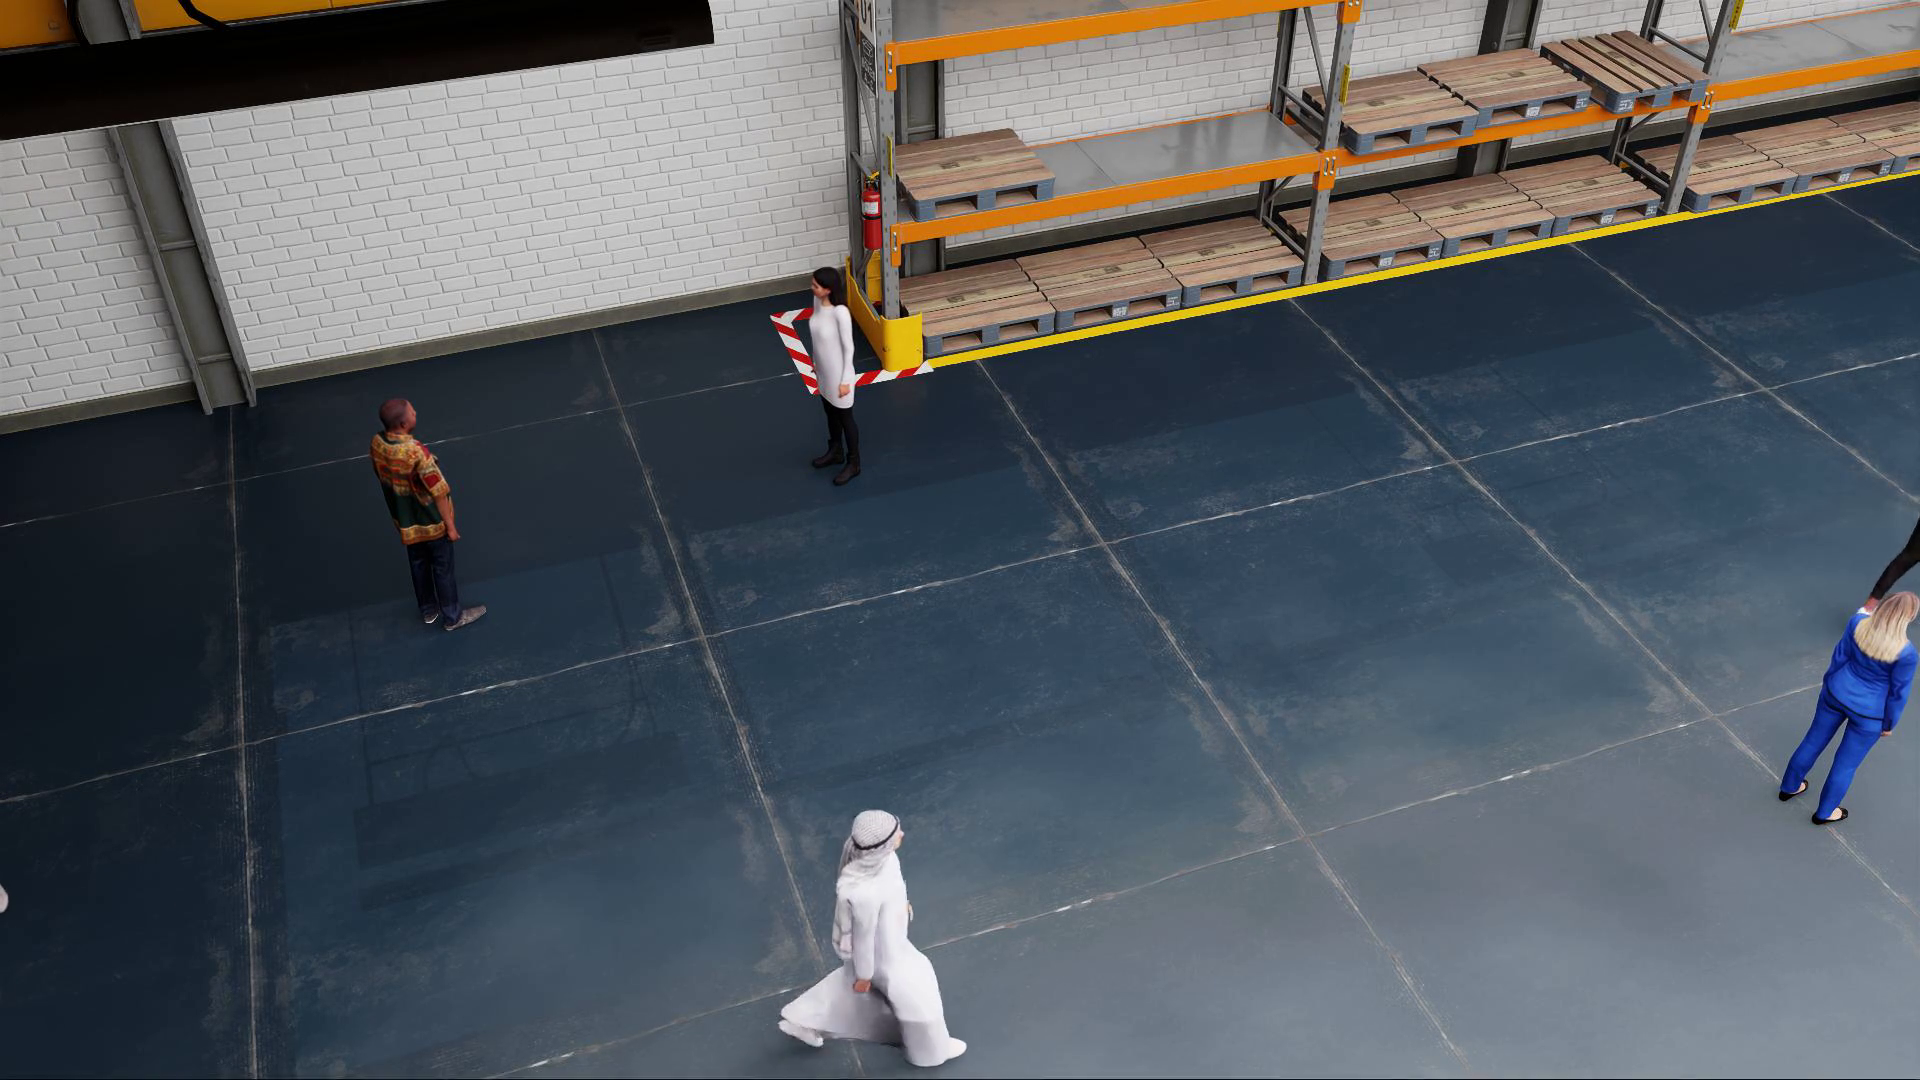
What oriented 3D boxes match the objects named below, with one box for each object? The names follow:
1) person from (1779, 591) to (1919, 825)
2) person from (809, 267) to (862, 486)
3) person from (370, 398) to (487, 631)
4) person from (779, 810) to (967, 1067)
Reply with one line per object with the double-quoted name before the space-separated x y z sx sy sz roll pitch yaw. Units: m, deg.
"person" 5.202 0.960 9.678 0.590 1.700 0.655 -19 42 -22
"person" -0.919 -1.238 12.345 0.606 1.806 0.663 -25 45 -28
"person" -3.569 -0.168 11.005 0.814 1.807 0.858 20 43 23
"person" -0.504 1.986 8.238 1.291 1.894 0.933 -2 39 -3
